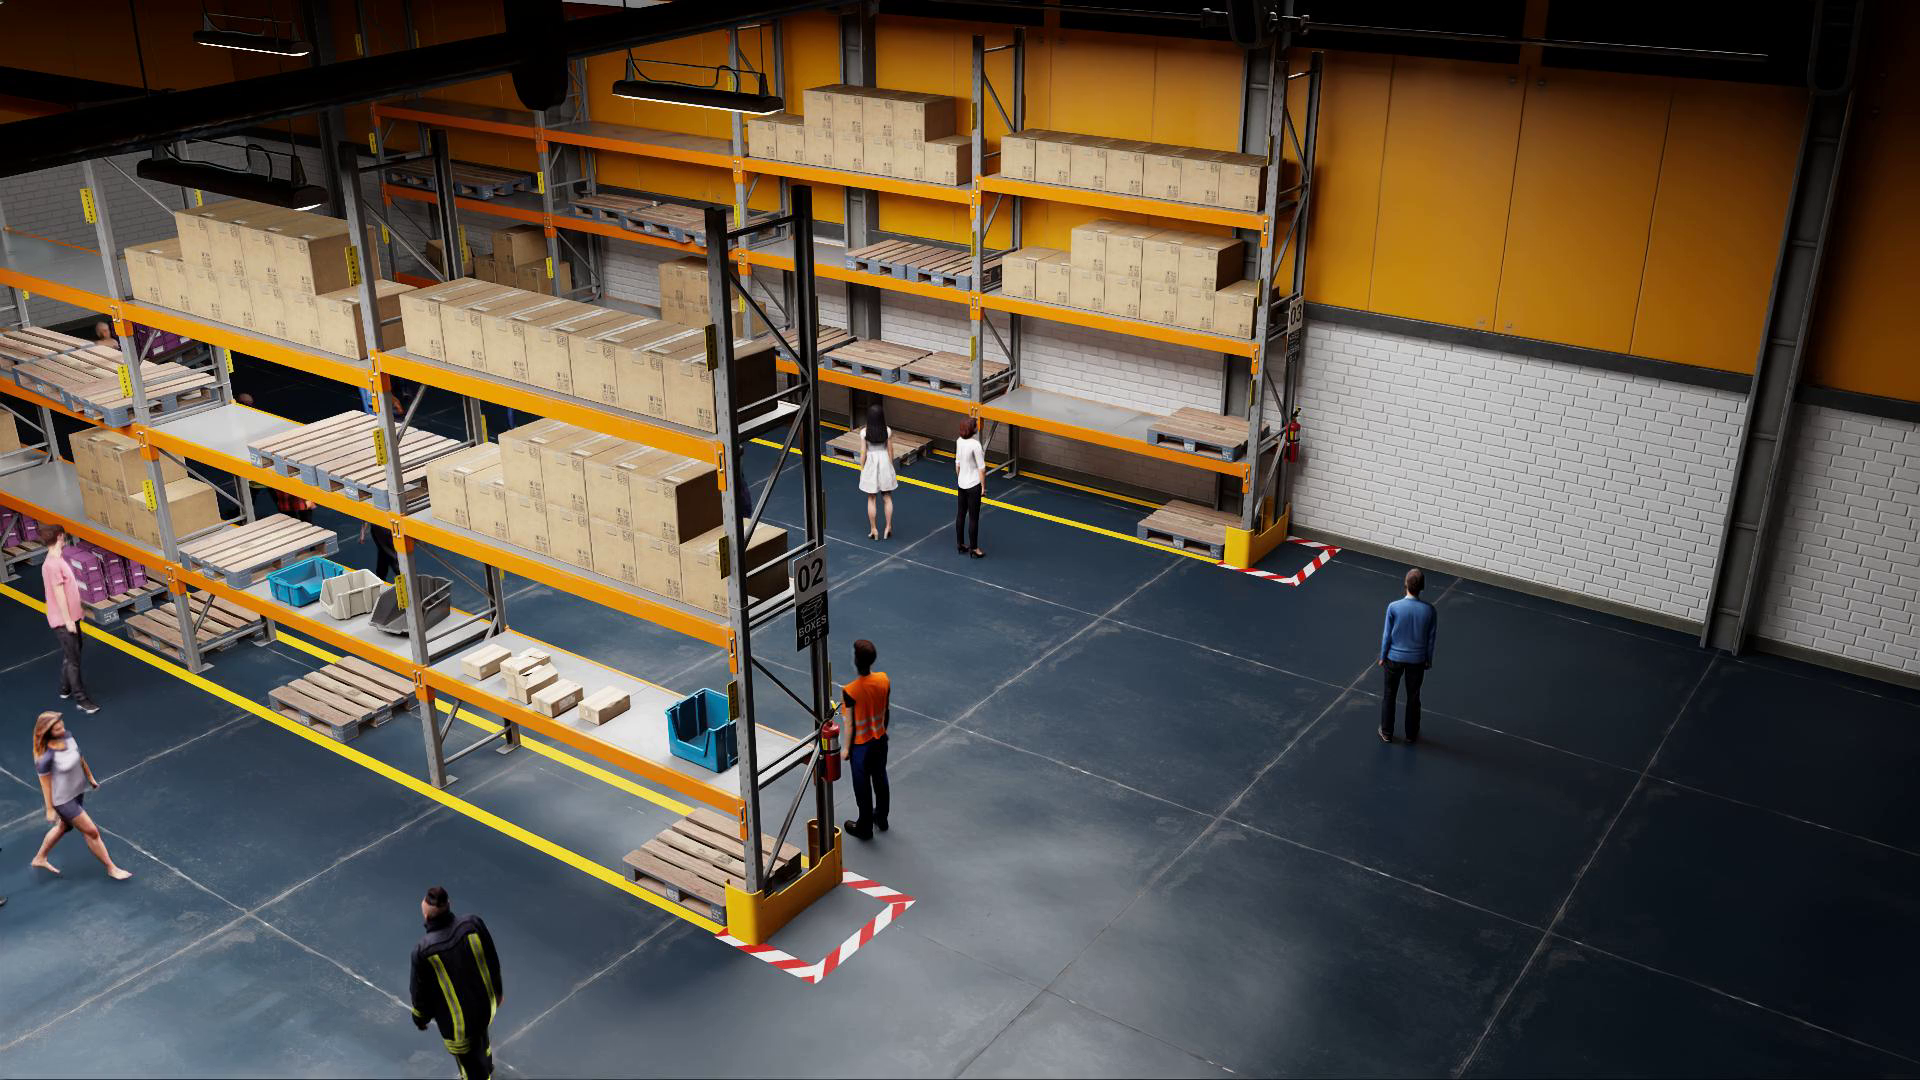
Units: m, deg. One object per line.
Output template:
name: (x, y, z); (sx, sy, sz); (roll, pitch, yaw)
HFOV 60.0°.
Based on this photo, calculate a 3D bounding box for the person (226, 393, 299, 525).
person: (-8.810, -0.993, 21.154); (1.260, 1.777, 1.019); (6, 24, 14)

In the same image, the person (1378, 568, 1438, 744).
person: (4.358, 1.128, 16.255); (0.664, 1.817, 0.802); (3, 24, 7)

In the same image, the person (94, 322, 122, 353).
person: (-12.514, -2.388, 24.475); (0.957, 1.673, 0.677); (11, 26, 24)

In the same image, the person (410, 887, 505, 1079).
person: (-3.366, 3.213, 11.446); (0.858, 1.848, 0.820); (21, 31, 40)

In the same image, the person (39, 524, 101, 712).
person: (-9.068, 0.808, 16.837); (0.945, 1.935, 0.810); (-3, 24, -8)

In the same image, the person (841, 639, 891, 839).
person: (-0.816, 1.755, 14.730); (0.724, 1.888, 0.687); (-21, 31, -39)

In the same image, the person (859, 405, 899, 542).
person: (-1.031, -0.850, 20.832); (0.774, 1.774, 0.836); (-4, 24, -8)

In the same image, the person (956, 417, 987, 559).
person: (0.112, -0.649, 20.348); (0.713, 1.794, 0.534); (-21, 31, -39)

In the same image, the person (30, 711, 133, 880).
person: (-7.609, 2.179, 14.024); (1.217, 1.678, 1.042); (0, 24, 0)
